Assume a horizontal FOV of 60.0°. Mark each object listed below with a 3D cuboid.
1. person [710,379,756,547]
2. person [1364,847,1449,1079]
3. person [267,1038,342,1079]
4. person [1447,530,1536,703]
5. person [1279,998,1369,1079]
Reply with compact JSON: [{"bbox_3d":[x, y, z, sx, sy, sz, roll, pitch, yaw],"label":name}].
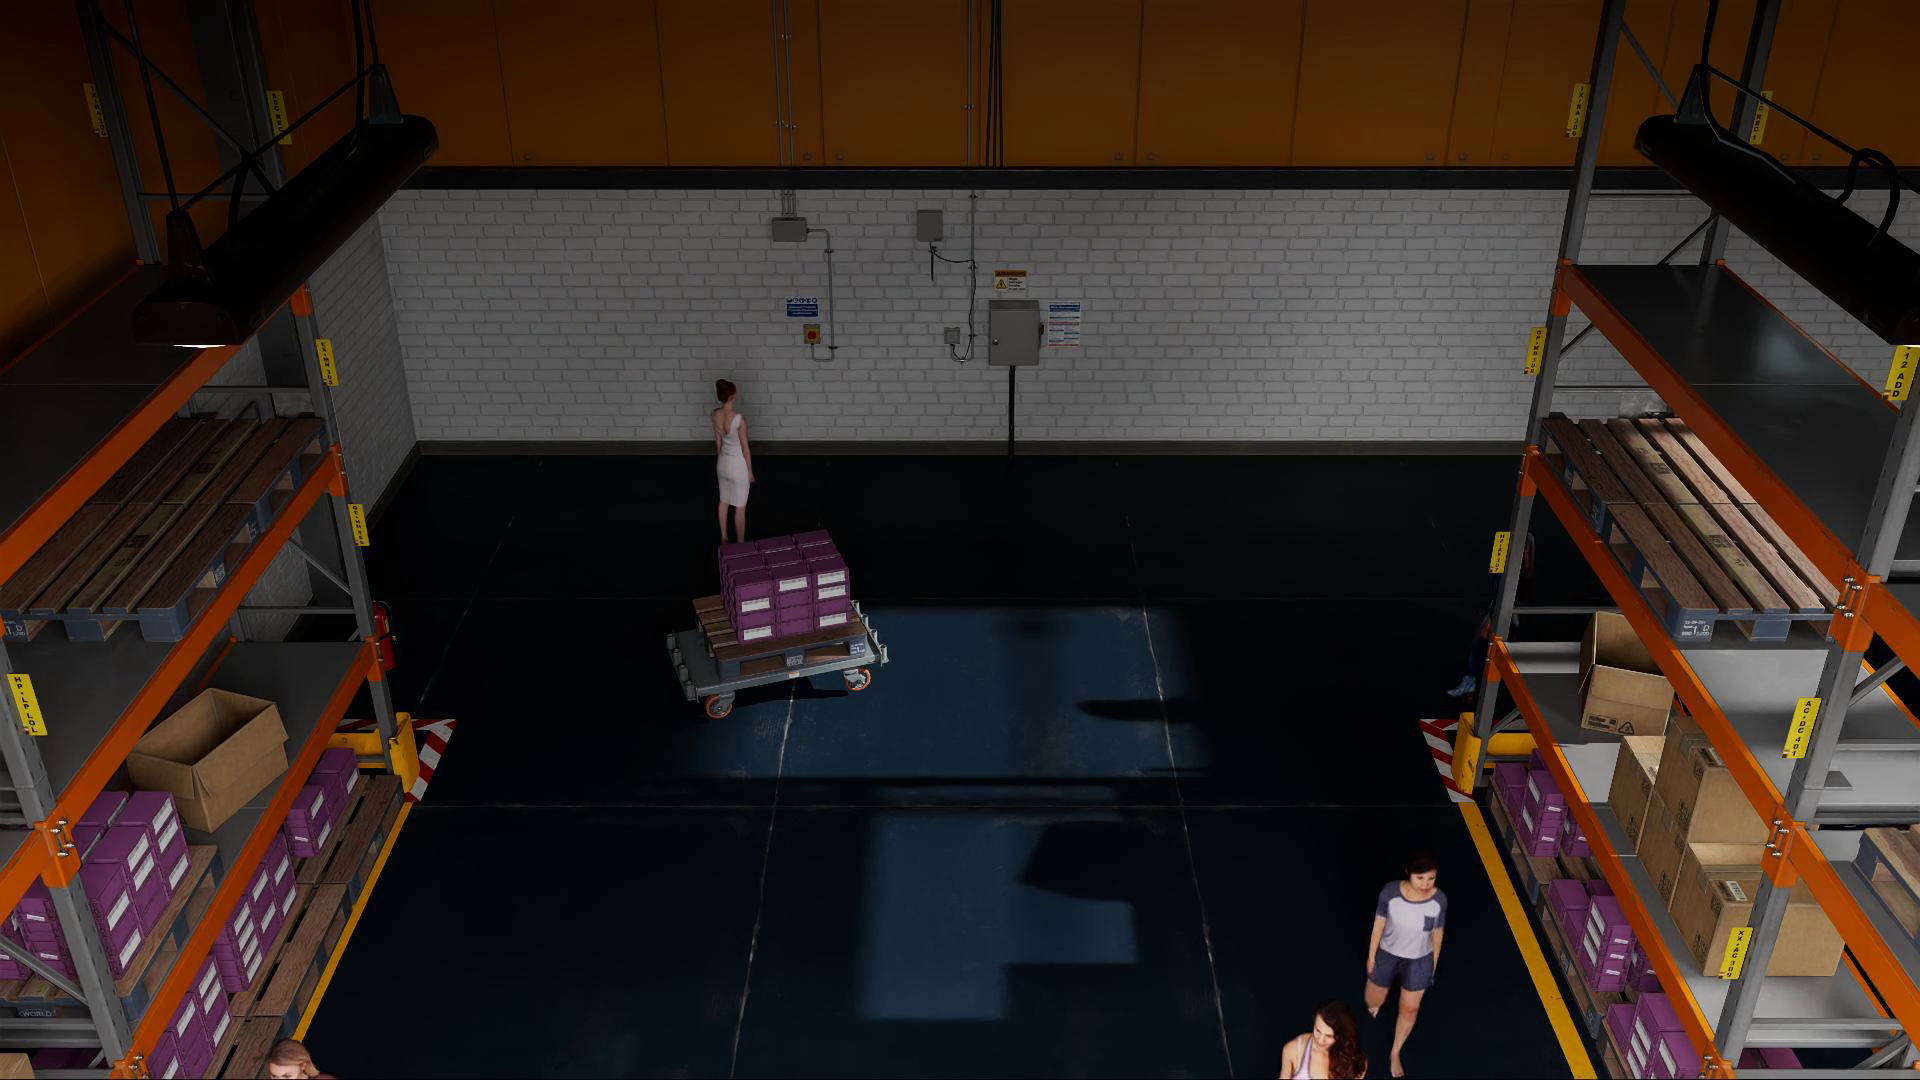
[{"bbox_3d":[-2.084,-0.636,15.139,0.624,1.792,0.653,20,34,32],"label":"person"},{"bbox_3d":[2.605,2.405,9.813,0.651,1.553,0.838,5,29,9],"label":"person"},{"bbox_3d":[-3.213,3.125,8.337,0.624,1.703,0.532,-3,29,-6],"label":"person"},{"bbox_3d":[4.306,0.677,12.947,0.902,1.587,1.071,10,30,17],"label":"person"},{"bbox_3d":[1.798,3.018,8.465,0.632,1.767,0.579,5,29,10],"label":"person"}]
